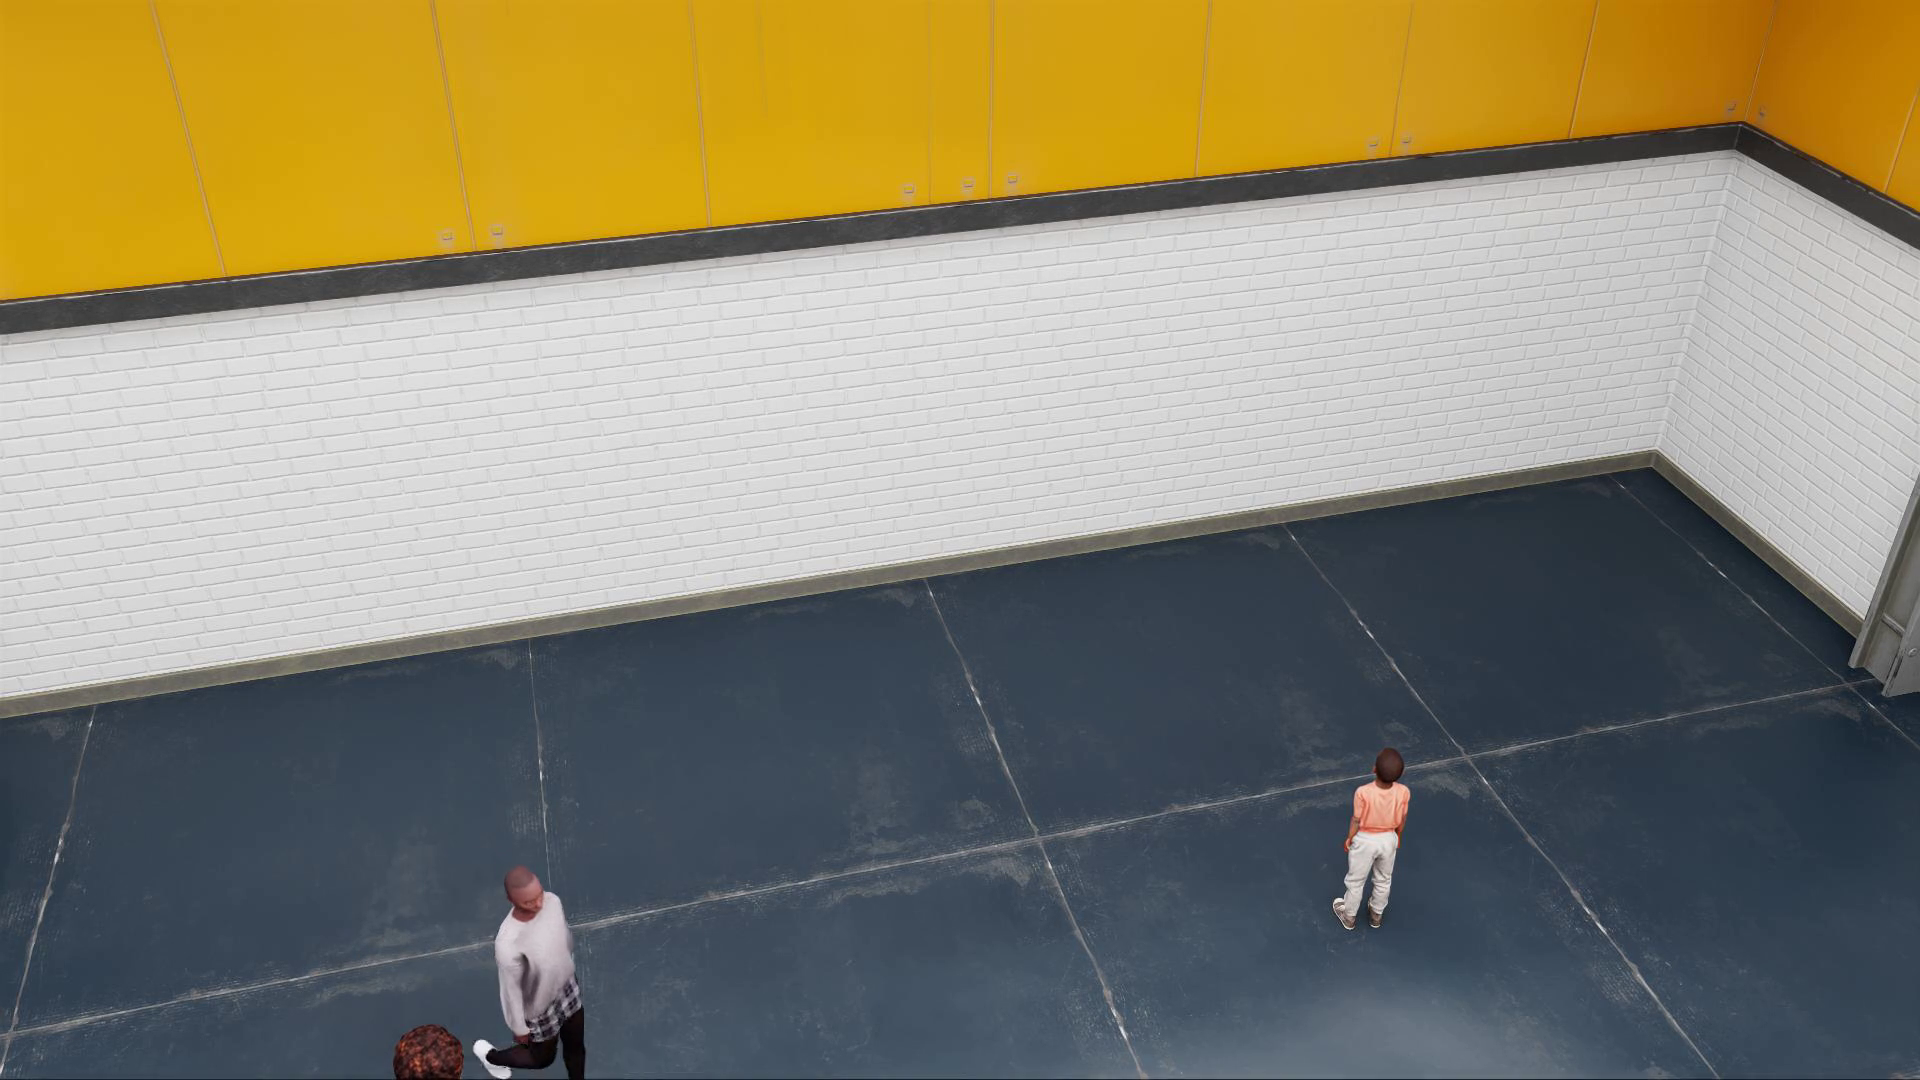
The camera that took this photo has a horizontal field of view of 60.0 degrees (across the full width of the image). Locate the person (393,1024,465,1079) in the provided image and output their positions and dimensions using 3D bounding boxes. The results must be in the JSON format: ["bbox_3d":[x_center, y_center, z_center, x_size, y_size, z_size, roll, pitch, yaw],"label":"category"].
[{"bbox_3d":[-2.273,2.824,7.518,0.663,1.710,0.650,5,34,8],"label":"person"}]

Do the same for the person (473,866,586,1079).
[{"bbox_3d":[-2.163,2.259,8.330,1.048,1.753,1.035,12,36,18],"label":"person"}]

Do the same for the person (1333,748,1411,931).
[{"bbox_3d":[2.383,1.716,9.546,0.520,1.311,0.527,-1,34,-2],"label":"person"}]
